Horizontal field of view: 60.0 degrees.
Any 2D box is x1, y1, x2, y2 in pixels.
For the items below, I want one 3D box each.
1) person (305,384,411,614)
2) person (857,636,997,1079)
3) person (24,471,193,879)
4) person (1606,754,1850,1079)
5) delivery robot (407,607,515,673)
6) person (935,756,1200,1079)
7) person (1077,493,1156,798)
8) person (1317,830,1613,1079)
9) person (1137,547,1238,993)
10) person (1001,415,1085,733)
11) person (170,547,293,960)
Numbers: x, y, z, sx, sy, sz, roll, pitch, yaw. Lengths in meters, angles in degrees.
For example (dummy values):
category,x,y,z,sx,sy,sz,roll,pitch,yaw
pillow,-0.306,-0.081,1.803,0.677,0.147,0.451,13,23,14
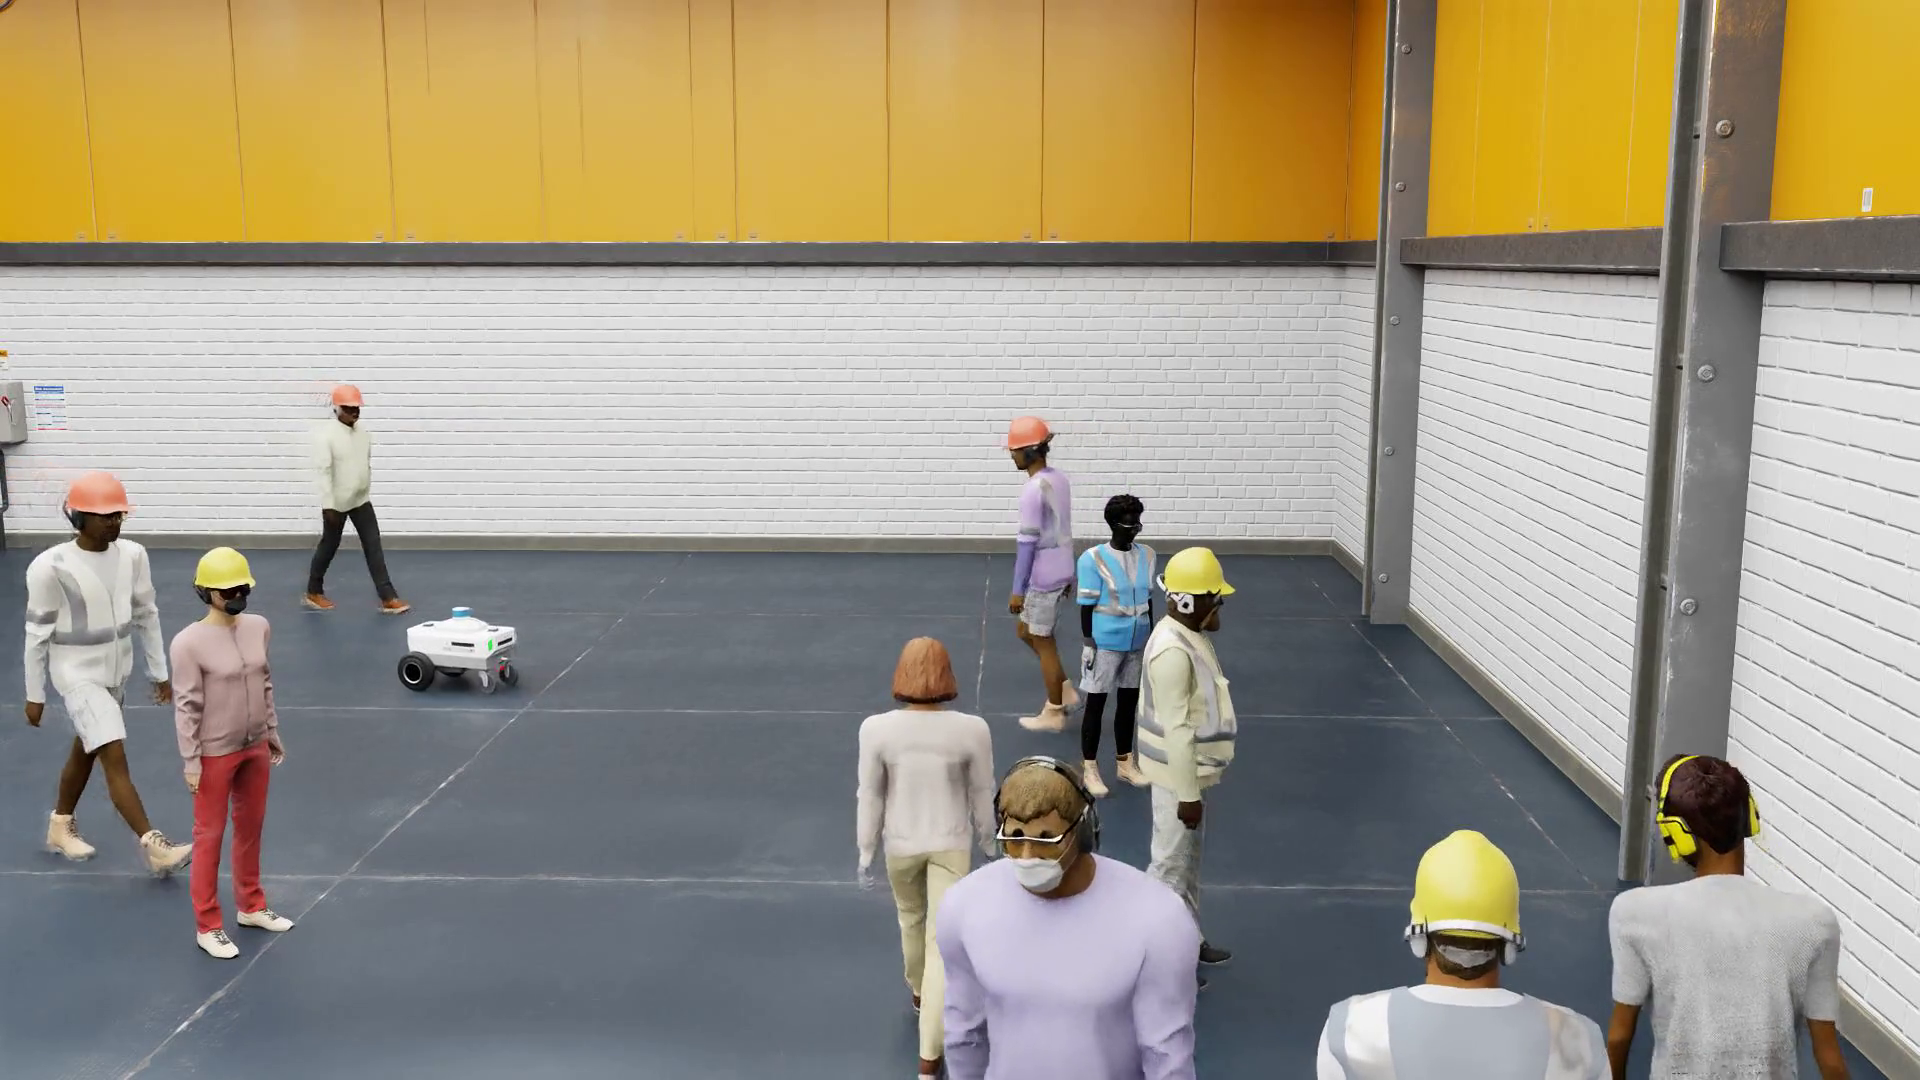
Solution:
category,x,y,z,sx,sy,sz,roll,pitch,yaw
person,-5.156,-0.343,13.957,1.048,1.942,0.651,5,11,26
person,-0.118,1.142,6.268,0.518,1.582,0.848,1,10,4
person,-4.132,0.646,8.053,1.088,1.968,0.623,4,10,20
person,1.849,1.406,4.021,0.596,1.829,0.698,3,10,17
delivery robot,-3.461,0.710,11.550,0.707,0.478,0.477,3,10,17
person,0.262,1.383,3.929,0.631,1.912,0.759,3,10,17
person,0.883,0.576,9.277,0.533,1.695,0.319,-6,11,-32
person,1.024,1.502,3.464,0.599,1.828,0.403,2,10,9
person,0.930,0.929,6.829,0.404,1.832,0.598,2,10,11
person,0.485,0.228,10.366,0.457,2.018,0.606,3,10,15
person,-3.130,0.899,7.181,0.326,1.767,0.533,4,10,21
